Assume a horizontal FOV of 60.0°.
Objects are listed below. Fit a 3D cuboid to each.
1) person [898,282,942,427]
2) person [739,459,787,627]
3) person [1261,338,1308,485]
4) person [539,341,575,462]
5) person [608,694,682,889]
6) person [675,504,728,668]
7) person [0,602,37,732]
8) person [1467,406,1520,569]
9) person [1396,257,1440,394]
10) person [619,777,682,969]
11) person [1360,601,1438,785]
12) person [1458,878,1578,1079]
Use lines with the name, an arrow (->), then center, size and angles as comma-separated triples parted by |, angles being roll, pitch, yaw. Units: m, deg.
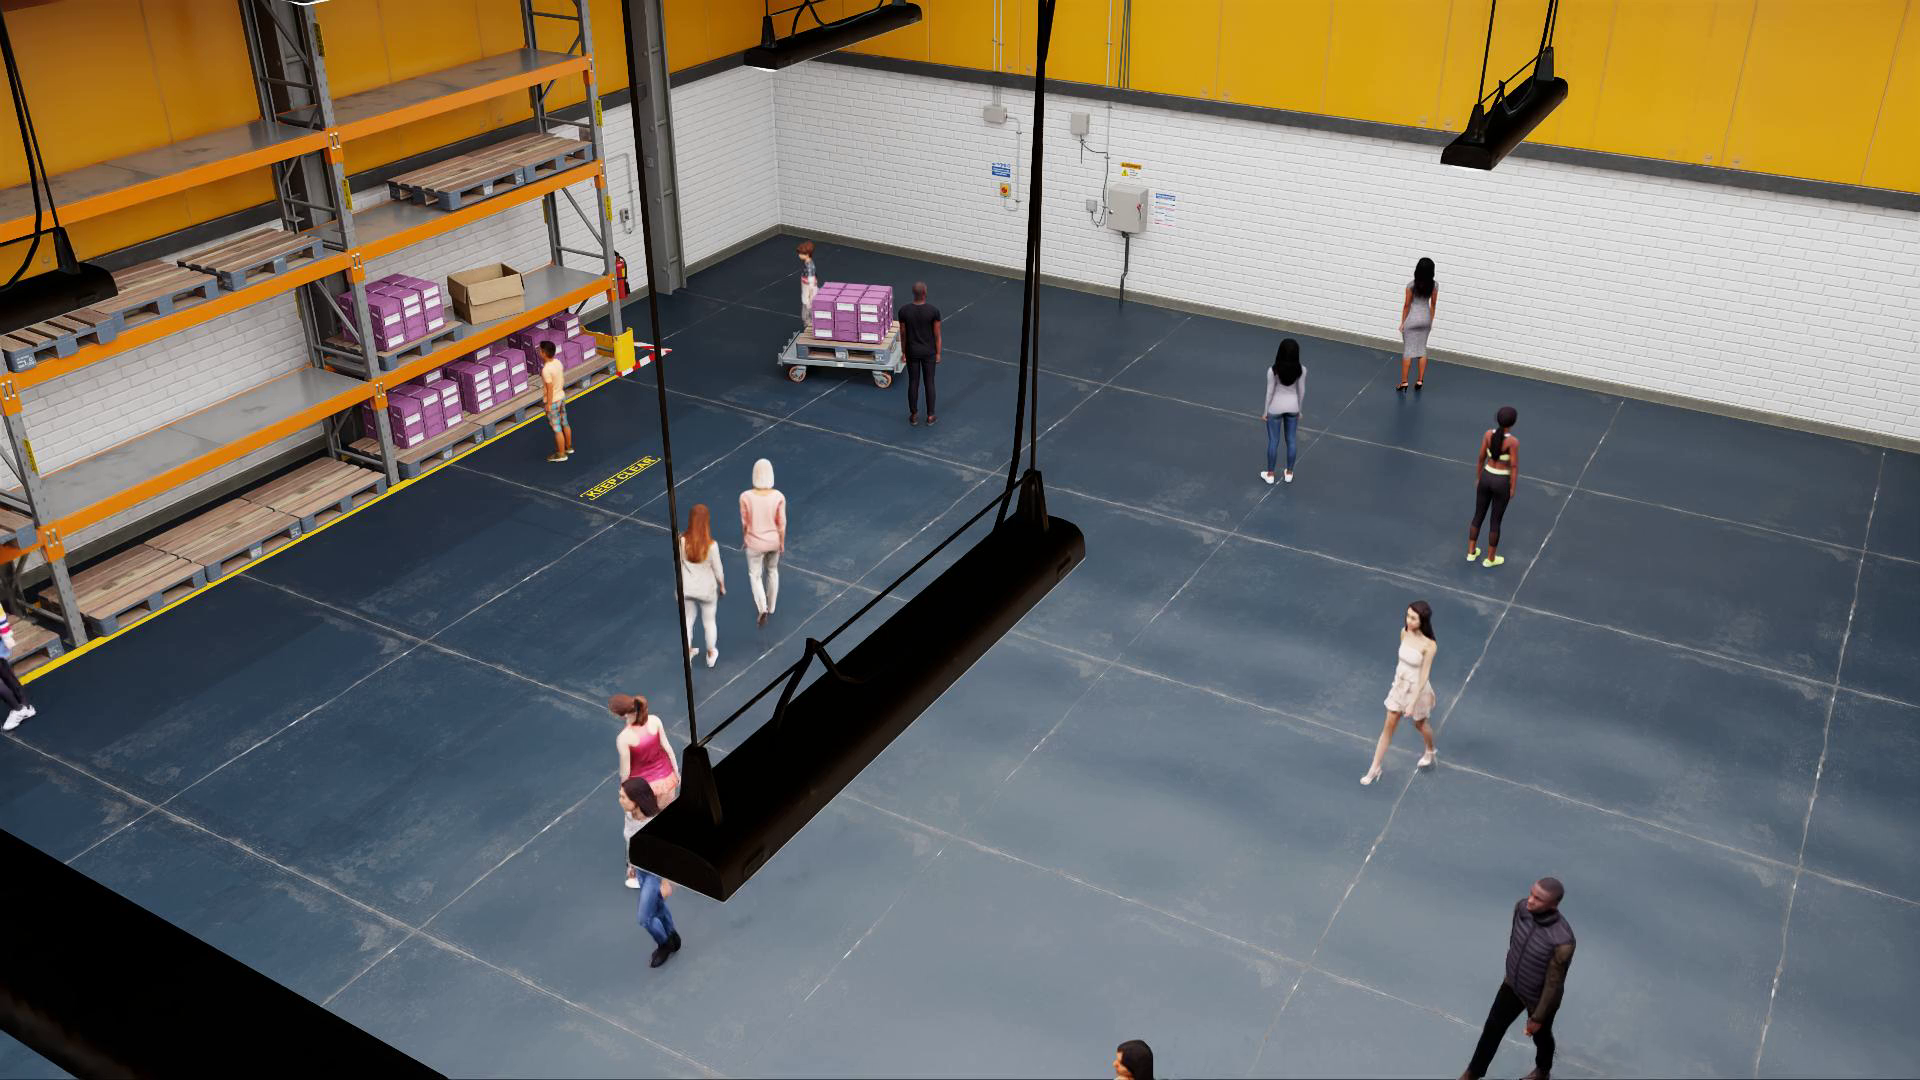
person -> -0.477, -2.261, 20.197 | 0.742, 1.819, 0.713 | 3, 29, 6
person -> -1.903, 0.051, 16.075 | 0.918, 1.707, 1.010 | -4, 29, -8
person -> 3.663, -1.461, 18.819 | 0.690, 1.735, 0.713 | -2, 29, -4
person -> -4.734, -1.641, 19.436 | 0.643, 1.461, 0.504 | 6, 29, 10
person -> -2.323, 1.859, 12.745 | 0.658, 1.723, 0.882 | -12, 31, -21
person -> -2.398, 0.474, 15.304 | 0.699, 1.704, 0.719 | 3, 29, 6
person -> -8.420, 0.810, 14.587 | 0.657, 1.800, 0.589 | 16, 32, 27
person -> 5.504, -0.559, 17.146 | 0.613, 1.753, 0.577 | 25, 37, 38
person -> 5.799, -2.729, 21.095 | 0.674, 1.781, 0.705 | -3, 29, -5
person -> -2.142, 2.351, 11.957 | 0.720, 1.614, 0.719 | -20, 34, -32
person -> 3.838, 1.280, 13.844 | 1.108, 1.687, 0.906 | -15, 32, -26
person -> 3.771, 2.910, 10.741 | 1.201, 1.797, 1.099 | -11, 31, -19
